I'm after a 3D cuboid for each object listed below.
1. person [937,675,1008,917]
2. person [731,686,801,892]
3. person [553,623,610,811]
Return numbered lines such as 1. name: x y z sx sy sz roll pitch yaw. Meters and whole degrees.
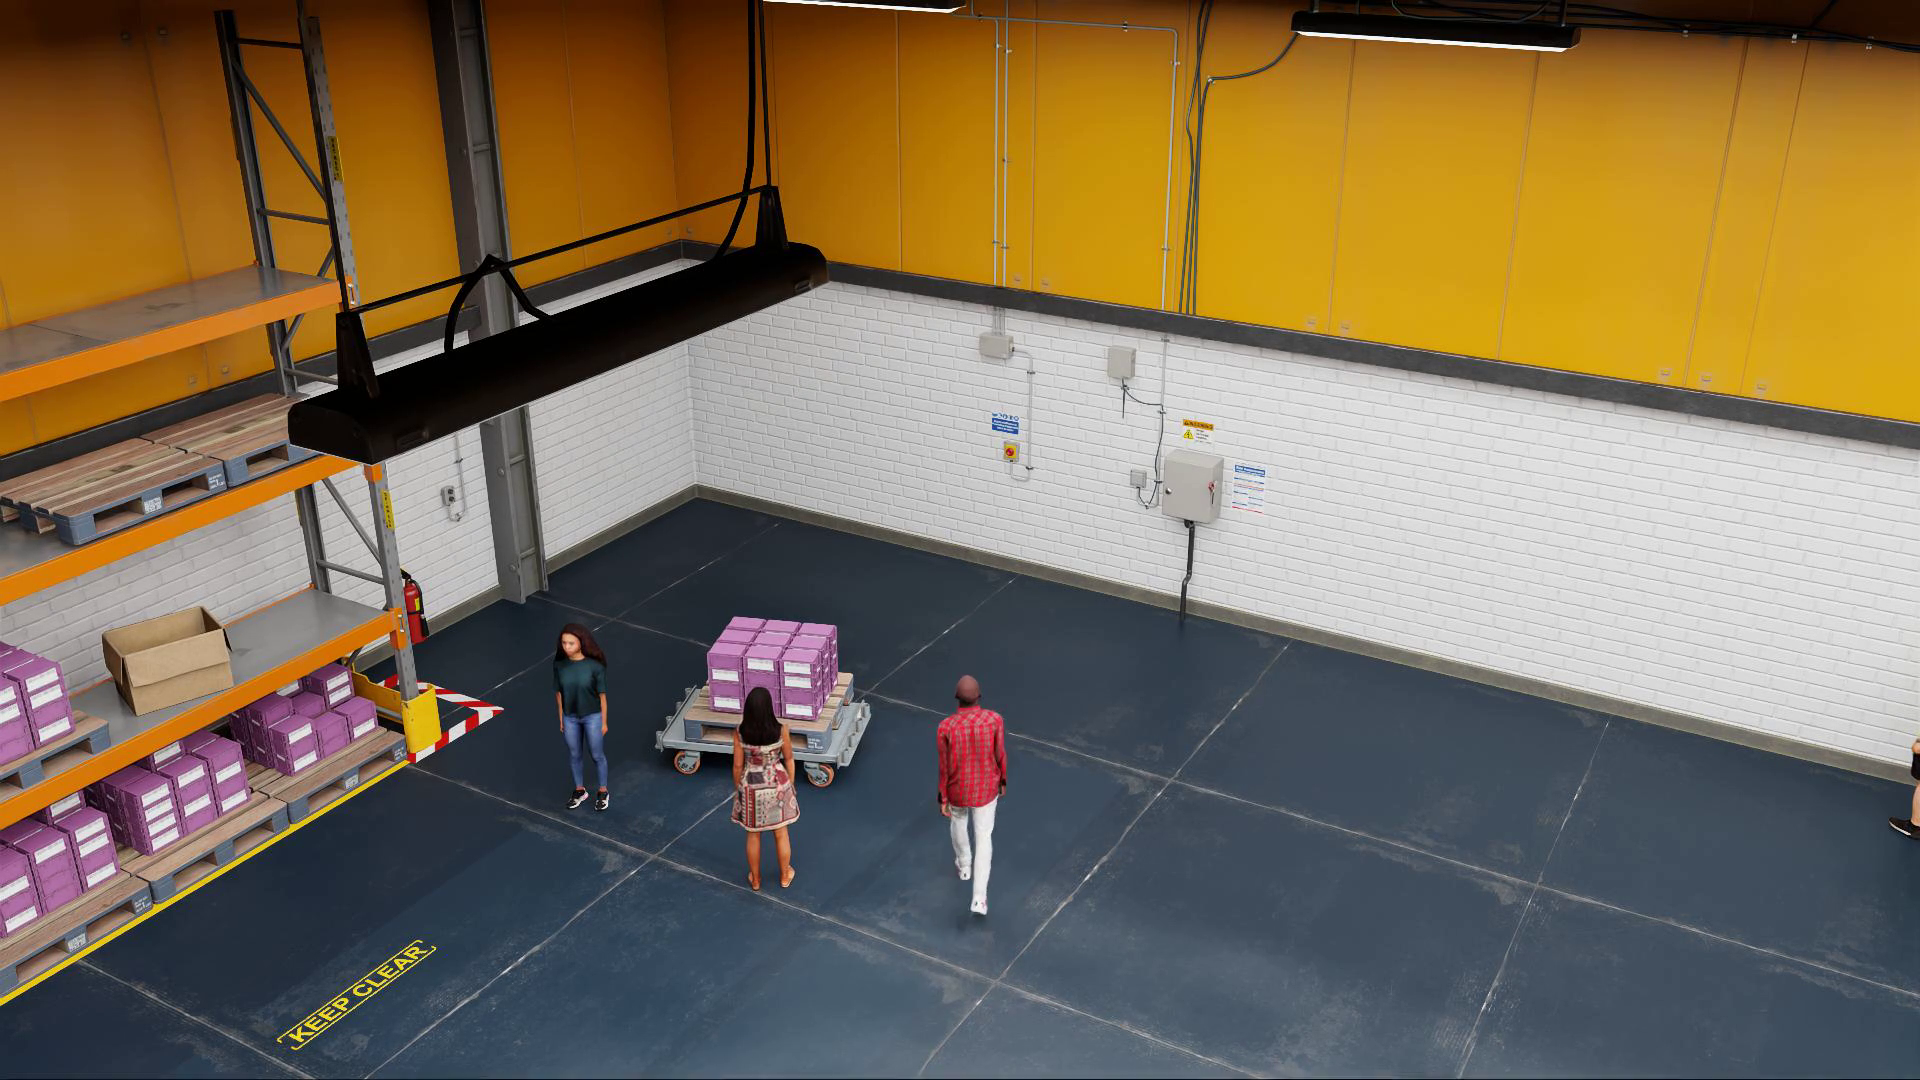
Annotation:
1. person: 0.100 1.824 11.894 1.046 1.802 1.270 0 24 0
2. person: -1.432 1.807 12.129 0.721 1.645 0.744 -3 24 -7
3. person: -2.973 1.386 13.129 0.682 1.615 0.700 3 24 7
